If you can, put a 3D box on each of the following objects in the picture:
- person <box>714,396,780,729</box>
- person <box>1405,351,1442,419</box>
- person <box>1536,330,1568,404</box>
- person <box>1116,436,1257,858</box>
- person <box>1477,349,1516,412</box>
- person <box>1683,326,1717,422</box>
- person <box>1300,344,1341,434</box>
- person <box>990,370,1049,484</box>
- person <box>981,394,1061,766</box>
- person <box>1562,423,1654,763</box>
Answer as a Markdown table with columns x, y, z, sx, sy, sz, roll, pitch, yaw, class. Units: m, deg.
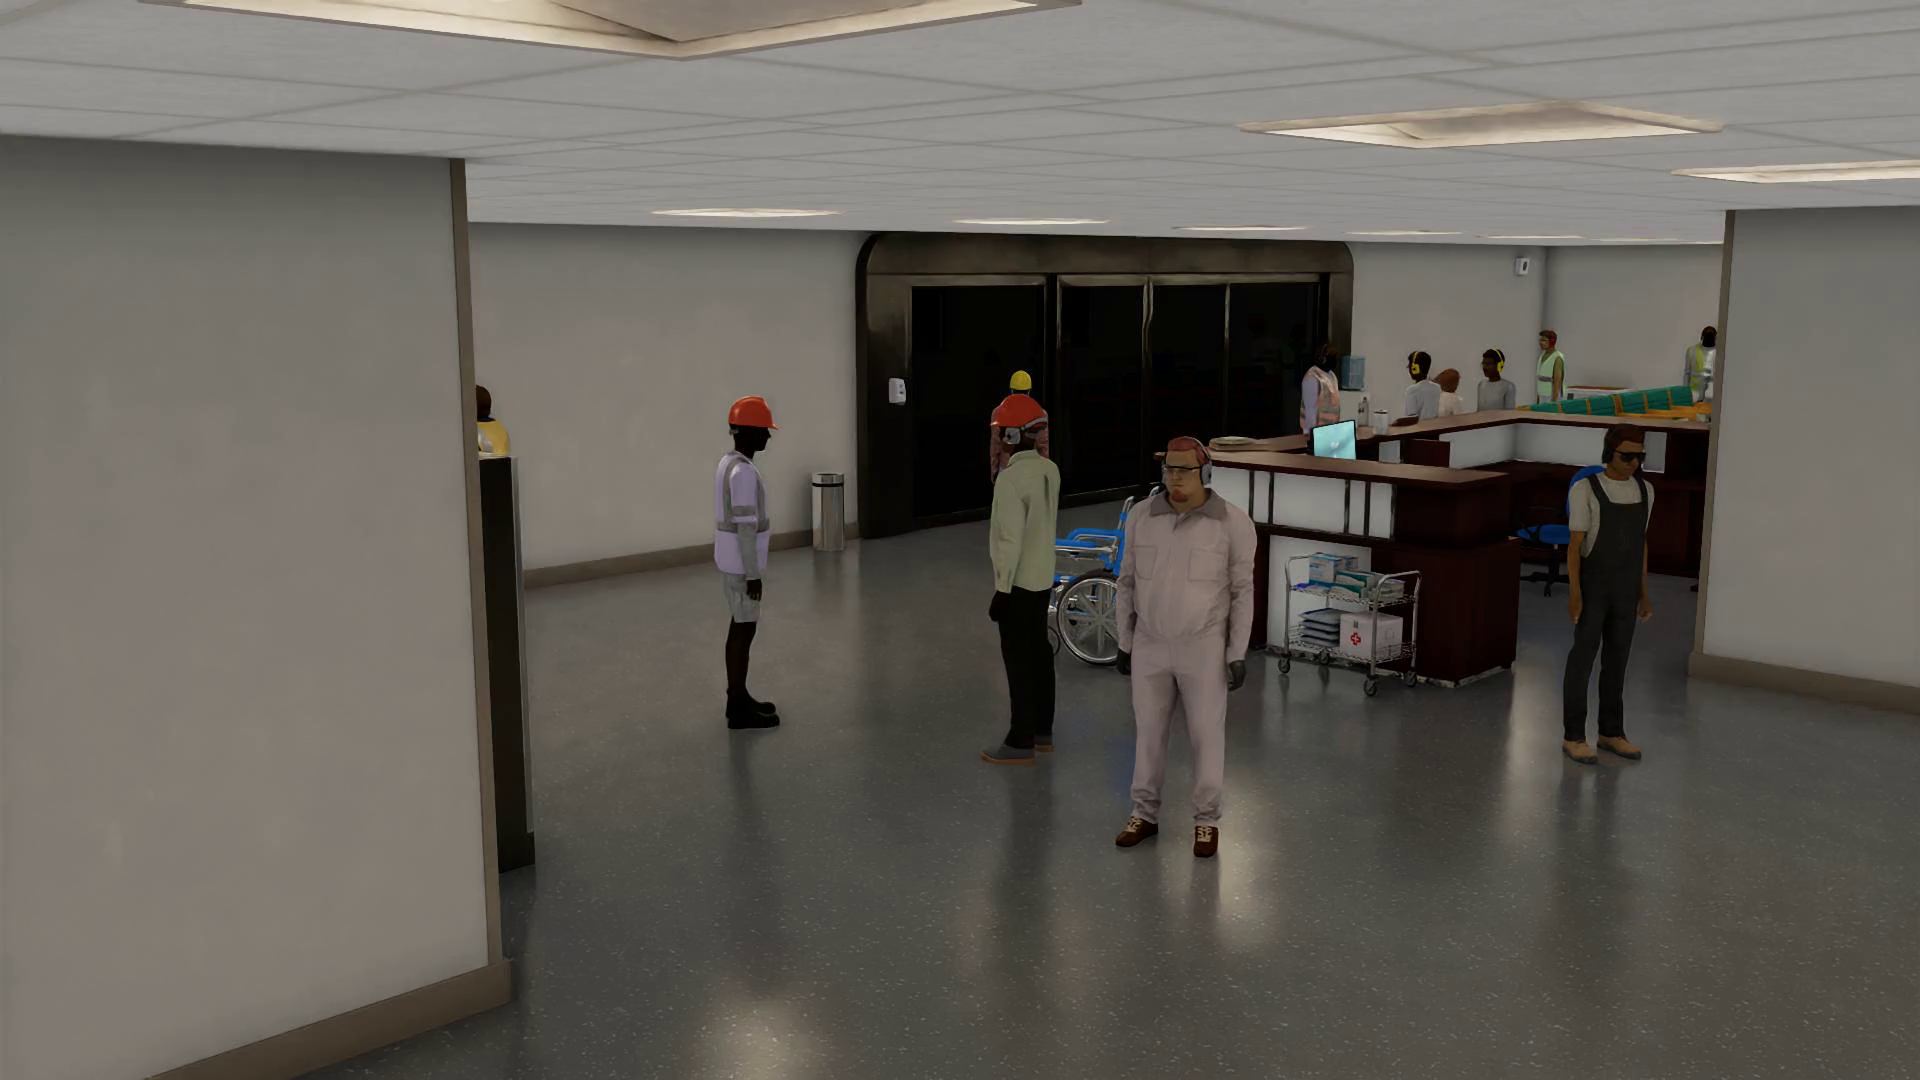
| x | y | z | sx | sy | sz | roll | pitch | yaw | class |
| --- | --- | --- | --- | --- | --- | --- | --- | --- | --- |
| -1.228 | 0.128 | 9.670 | 0.390 | 1.929 | 0.545 | -2 | 10 | -15 | person |
| 4.461 | -0.908 | 16.218 | 0.508 | 1.865 | 0.328 | -8 | 12 | -40 | person |
| 7.983 | -1.915 | 22.499 | 0.388 | 1.837 | 0.560 | -1 | 9 | -6 | person |
| 1.001 | 0.481 | 7.561 | 0.639 | 1.910 | 0.406 | 4 | 10 | 24 | person |
| 5.315 | -0.976 | 16.634 | 0.310 | 1.864 | 0.534 | -5 | 10 | -28 | person |
| 10.865 | -2.196 | 24.237 | 0.620 | 1.835 | 0.431 | 5 | 10 | 26 | person |
| 3.983 | -1.242 | 18.396 | 0.432 | 1.835 | 0.626 | 6 | 11 | 31 | person |
| 0.530 | -0.640 | 14.904 | 0.531 | 1.761 | 0.334 | 1 | 9 | 7 | person |
| 0.326 | 0.211 | 8.952 | 0.386 | 1.992 | 0.624 | 5 | 10 | 27 | person |
| 3.513 | 0.281 | 8.987 | 0.506 | 1.842 | 0.346 | -3 | 10 | -17 | person |
